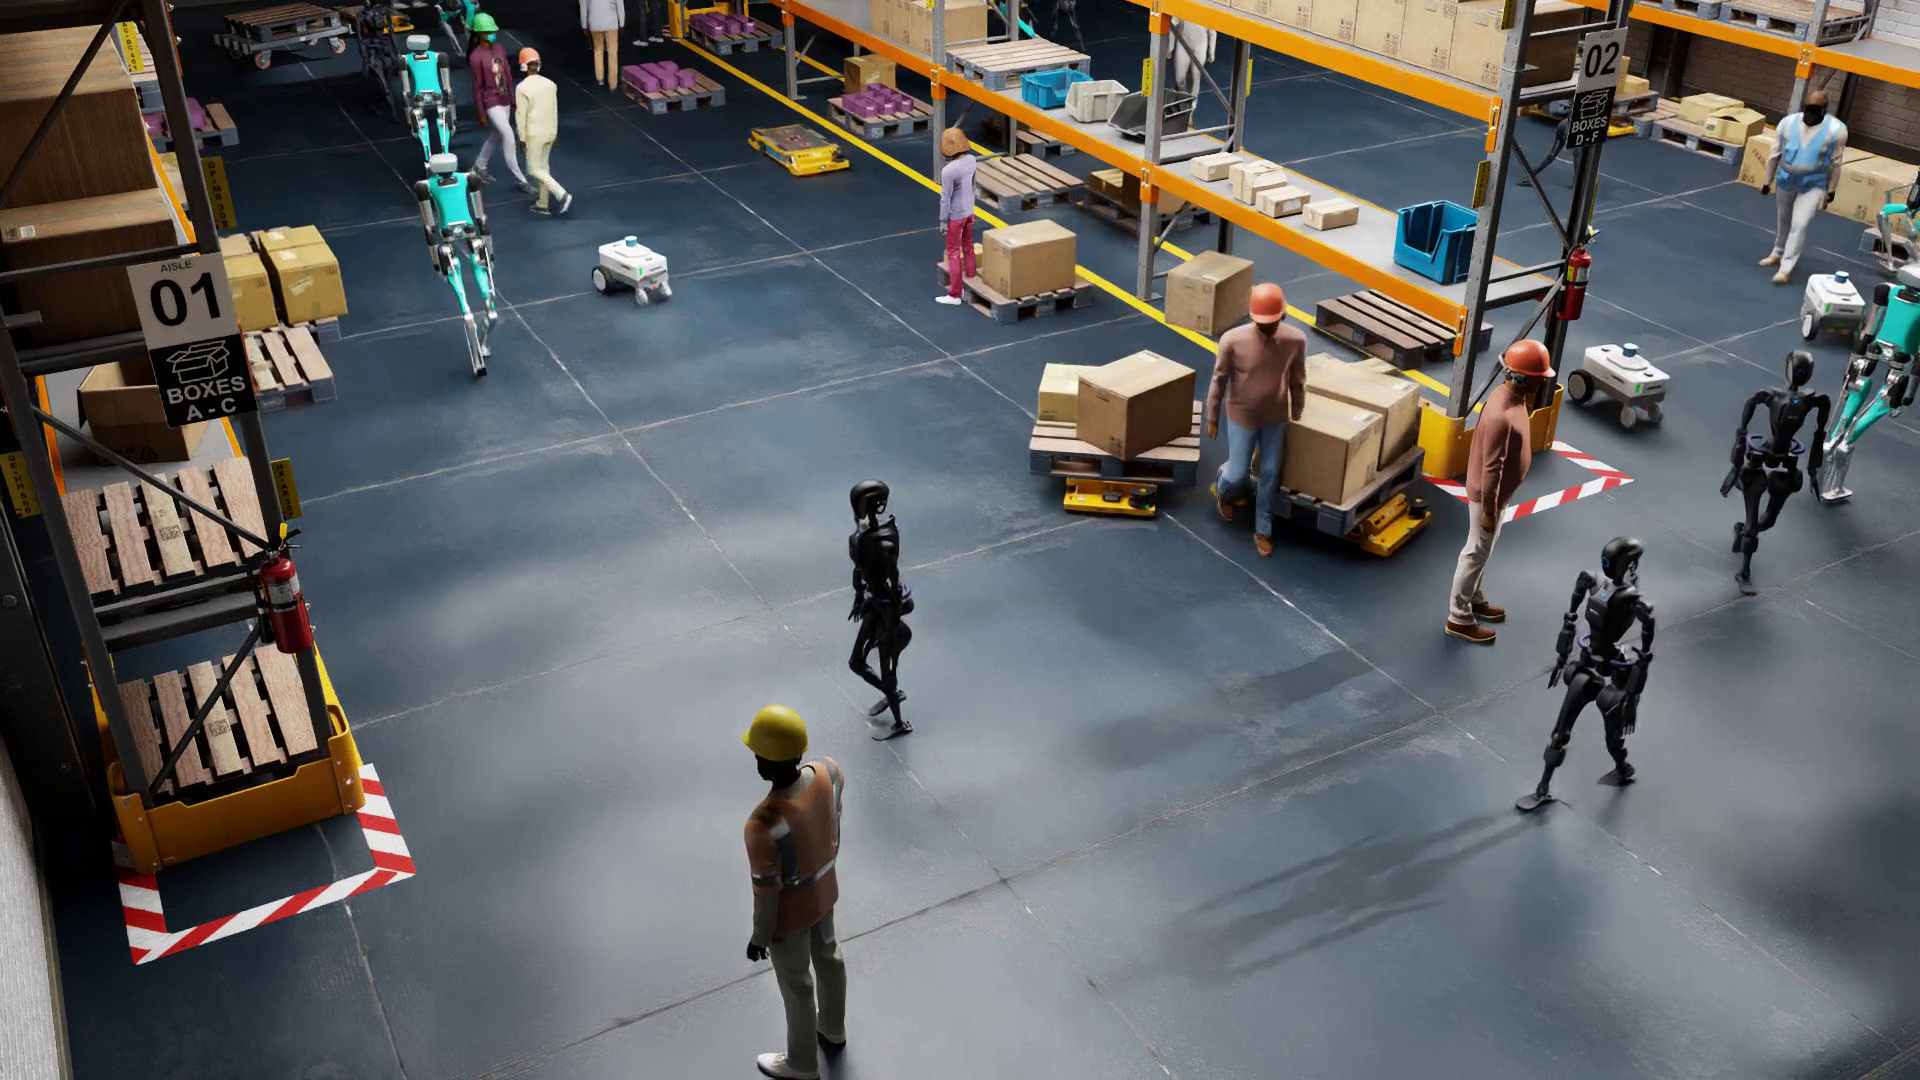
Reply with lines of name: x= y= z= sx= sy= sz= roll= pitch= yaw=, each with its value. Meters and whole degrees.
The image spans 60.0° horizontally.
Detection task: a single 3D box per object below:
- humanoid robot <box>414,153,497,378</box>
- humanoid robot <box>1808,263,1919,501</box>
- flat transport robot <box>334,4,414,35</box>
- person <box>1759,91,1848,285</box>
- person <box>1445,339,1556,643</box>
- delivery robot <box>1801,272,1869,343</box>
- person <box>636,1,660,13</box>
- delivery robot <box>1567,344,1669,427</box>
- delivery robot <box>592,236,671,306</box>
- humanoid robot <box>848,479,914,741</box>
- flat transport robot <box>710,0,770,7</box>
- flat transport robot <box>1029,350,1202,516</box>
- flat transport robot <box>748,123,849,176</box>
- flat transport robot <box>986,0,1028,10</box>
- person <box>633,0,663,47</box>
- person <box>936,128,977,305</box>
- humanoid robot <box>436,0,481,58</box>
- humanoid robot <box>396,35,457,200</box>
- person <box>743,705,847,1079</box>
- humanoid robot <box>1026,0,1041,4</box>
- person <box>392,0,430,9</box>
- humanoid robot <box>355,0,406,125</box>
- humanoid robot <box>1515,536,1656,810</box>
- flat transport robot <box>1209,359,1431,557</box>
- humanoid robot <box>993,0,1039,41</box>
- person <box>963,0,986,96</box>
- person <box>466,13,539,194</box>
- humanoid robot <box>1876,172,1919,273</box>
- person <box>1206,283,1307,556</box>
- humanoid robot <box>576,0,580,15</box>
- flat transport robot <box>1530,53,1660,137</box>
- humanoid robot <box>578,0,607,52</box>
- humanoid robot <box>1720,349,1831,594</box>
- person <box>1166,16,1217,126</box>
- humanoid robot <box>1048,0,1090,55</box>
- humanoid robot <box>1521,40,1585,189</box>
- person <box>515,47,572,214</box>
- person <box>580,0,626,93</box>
humanoid robot: x=-4.104 y=-2.227 z=13.875 sx=0.556 sy=1.835 sz=0.901 roll=-13 pitch=32 yaw=-21
humanoid robot: x=6.392 y=-0.986 z=11.788 sx=0.816 sy=1.893 sz=0.533 roll=-18 pitch=34 yaw=-28
flat transport robot: x=-8.857 y=-7.854 z=25.082 sx=0.659 sy=0.231 sz=1.431 roll=-23 pitch=37 yaw=-34
person: x=7.899 y=-3.348 z=15.721 sx=0.648 sy=1.792 sz=0.797 roll=25 pitch=38 yaw=37
person: x=3.306 y=-0.305 z=10.223 sx=0.402 sy=1.986 sz=0.610 roll=13 pitch=32 yaw=21
delivery robot: x=7.744 y=-2.064 z=14.733 sx=0.499 sy=0.613 sz=0.817 roll=6 pitch=30 yaw=10
person: x=-4.910 y=-9.130 z=25.725 sx=0.429 sy=1.841 sz=0.632 roll=7 pitch=31 yaw=11
delivery robot: x=5.317 y=-1.288 z=13.382 sx=0.499 sy=0.612 sz=0.801 roll=-10 pitch=31 yaw=-17
delivery robot: x=-3.053 y=-2.553 z=15.543 sx=0.499 sy=0.570 sz=0.750 roll=-26 pitch=39 yaw=-38
humanoid robot: x=-0.424 y=0.407 z=9.293 sx=0.351 sy=1.646 sz=0.602 roll=-13 pitch=32 yaw=-21
flat transport robot: x=-3.262 y=-8.685 z=26.528 sx=1.431 sy=0.231 sz=0.659 roll=-8 pitch=31 yaw=-13
flat transport robot: x=1.176 y=-0.602 z=12.457 sx=0.659 sy=0.231 sz=1.431 roll=5 pitch=30 yaw=8
flat transport robot: x=-1.889 y=-4.546 z=19.324 sx=0.659 sy=0.231 sz=1.431 roll=-15 pitch=33 yaw=-25
flat transport robot: x=0.534 y=-8.710 z=26.572 sx=0.659 sy=0.231 sz=1.431 roll=-9 pitch=31 yaw=-15
person: x=-4.541 y=-8.036 z=23.827 sx=0.345 sy=1.838 sz=0.508 roll=22 pitch=36 yaw=33
person: x=-0.026 y=-2.949 z=15.179 sx=0.288 sy=1.629 sz=0.498 roll=19 pitch=35 yaw=29
humanoid robot: x=-6.900 y=-7.382 z=22.802 sx=0.901 sy=1.759 sz=0.532 roll=22 pitch=37 yaw=33
humanoid robot: x=-5.547 y=-4.381 z=17.427 sx=0.533 sy=1.677 sz=0.735 roll=-7 pitch=31 yaw=-12
person: x=-0.712 y=1.519 z=7.101 sx=0.373 sy=1.928 sz=0.585 roll=17 pitch=34 yaw=27
humanoid robot: x=1.095 y=-9.303 z=26.186 sx=0.398 sy=1.635 sz=0.585 roll=26 pitch=39 yaw=37
person: x=-8.685 y=-9.135 z=25.969 sx=0.656 sy=1.585 sz=0.522 roll=-13 pitch=32 yaw=-21
humanoid robot: x=-7.160 y=-5.962 z=20.427 sx=0.737 sy=1.653 sz=0.613 roll=18 pitch=35 yaw=29
humanoid robot: x=3.422 y=0.713 z=8.820 sx=0.791 sy=1.637 sz=0.583 roll=-16 pitch=34 yaw=-26
flat transport robot: x=2.575 y=-0.300 z=11.931 sx=1.431 sy=0.231 sz=0.659 roll=22 pitch=37 yaw=34
humanoid robot: x=0.798 y=-7.216 z=22.548 sx=0.803 sy=1.805 sz=0.531 roll=-22 pitch=36 yaw=-33
person: x=0.137 y=-6.724 z=21.474 sx=0.405 sy=1.903 sz=0.651 roll=-9 pitch=31 yaw=-15
person: x=-5.066 y=-4.754 z=18.033 sx=0.941 sy=1.916 sz=0.493 roll=12 pitch=32 yaw=19
humanoid robot: x=9.005 y=-3.227 z=15.544 sx=0.540 sy=1.719 sz=0.995 roll=-7 pitch=31 yaw=-11
person: x=1.979 y=-0.856 z=11.199 sx=0.664 sy=1.961 sz=0.609 roll=-2 pitch=30 yaw=-3
humanoid robot: x=-5.835 y=-9.015 z=25.720 sx=0.601 sy=1.644 sz=0.611 roll=-4 pitch=30 yaw=-8
flat transport robot: x=7.711 y=-5.284 z=20.607 sx=0.659 sy=0.231 sz=1.431 roll=-15 pitch=33 yaw=-25
humanoid robot: x=-5.216 y=-7.782 z=23.480 sx=0.530 sy=1.770 sz=0.702 roll=3 pitch=30 yaw=5
humanoid robot: x=5.324 y=-0.499 z=10.923 sx=0.599 sy=1.651 sz=0.742 roll=4 pitch=30 yaw=7
person: x=2.815 y=-6.010 z=20.252 sx=0.604 sy=1.884 sz=0.450 roll=3 pitch=30 yaw=5
humanoid robot: x=1.466 y=-7.586 z=23.249 sx=0.792 sy=1.625 sz=0.585 roll=10 pitch=31 yaw=16
humanoid robot: x=6.613 y=-4.603 z=18.058 sx=0.762 sy=1.638 sz=0.596 roll=15 pitch=33 yaw=24
person: x=-4.327 y=-4.218 z=17.291 sx=0.577 sy=1.719 sz=0.583 roll=14 pitch=33 yaw=23
person: x=-4.642 y=-6.729 z=21.671 sx=0.569 sy=1.722 sz=0.507 roll=0 pitch=30 yaw=-1
